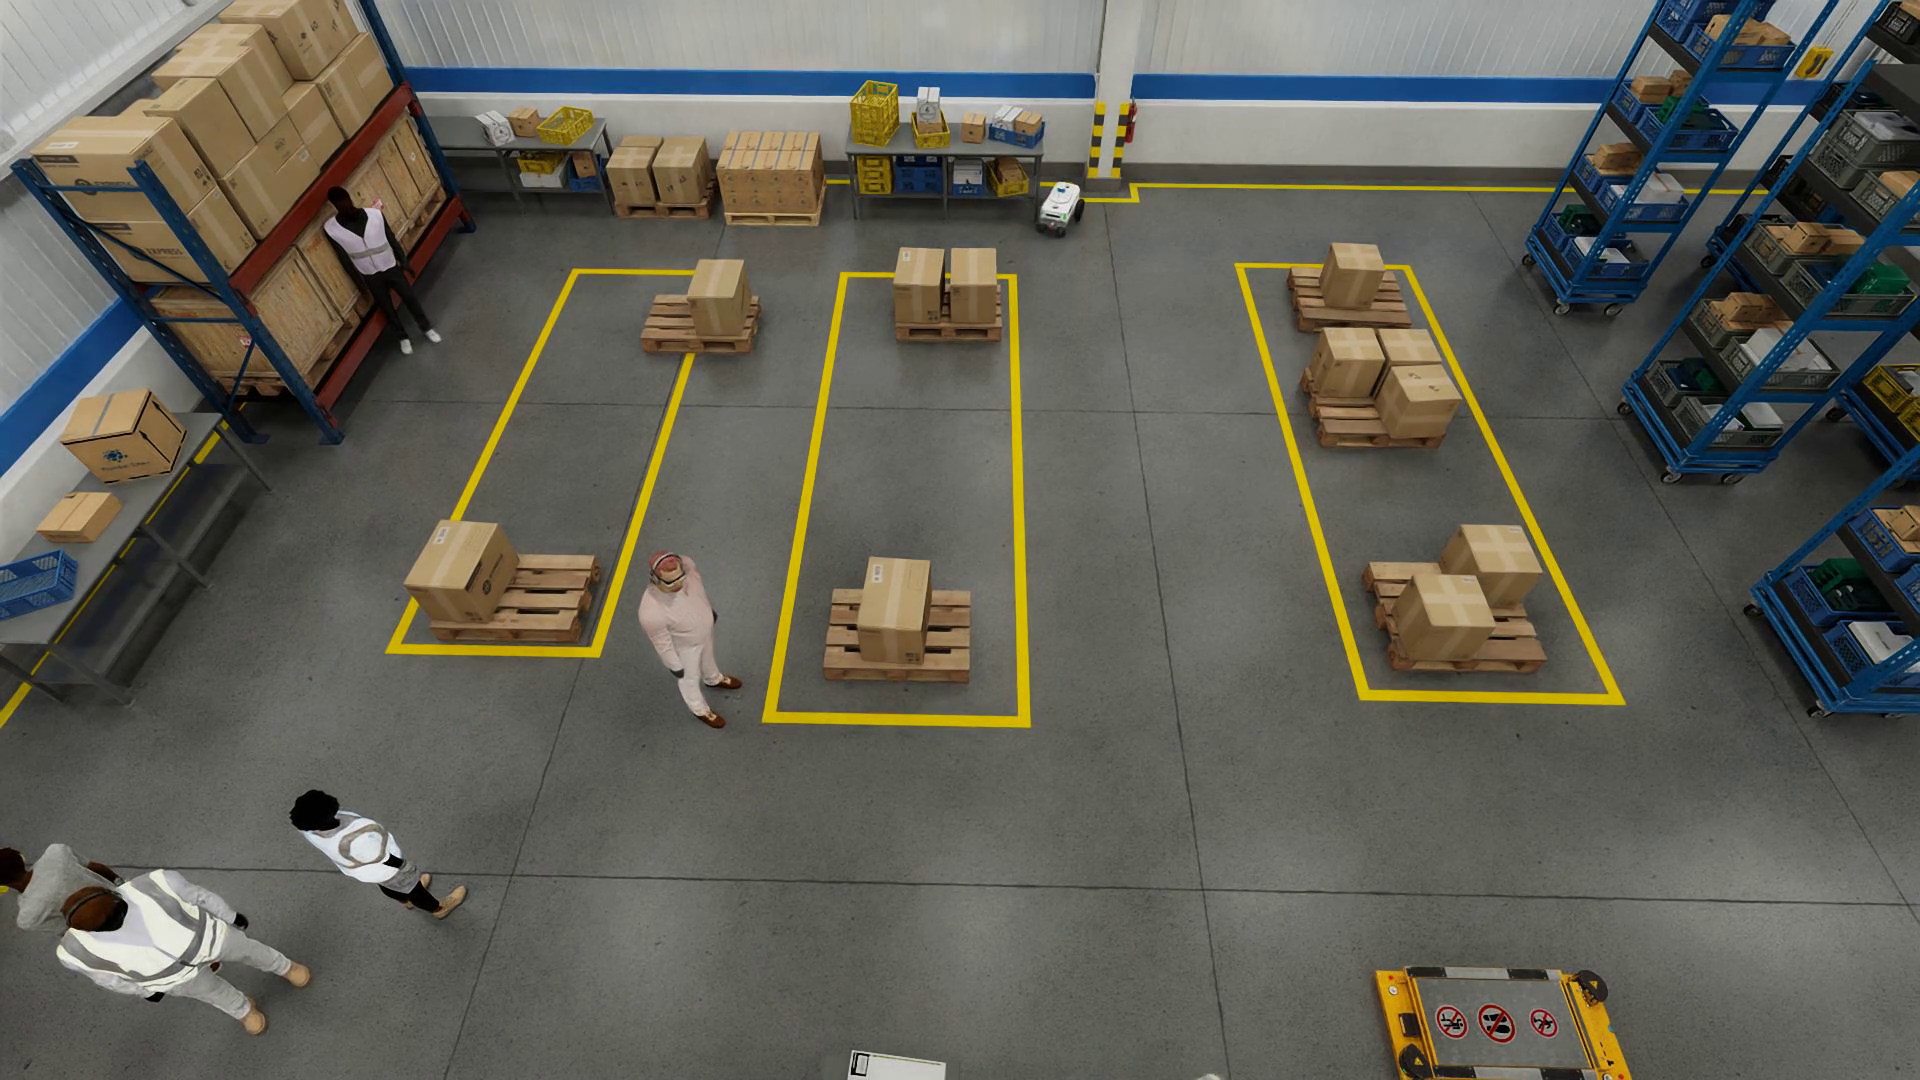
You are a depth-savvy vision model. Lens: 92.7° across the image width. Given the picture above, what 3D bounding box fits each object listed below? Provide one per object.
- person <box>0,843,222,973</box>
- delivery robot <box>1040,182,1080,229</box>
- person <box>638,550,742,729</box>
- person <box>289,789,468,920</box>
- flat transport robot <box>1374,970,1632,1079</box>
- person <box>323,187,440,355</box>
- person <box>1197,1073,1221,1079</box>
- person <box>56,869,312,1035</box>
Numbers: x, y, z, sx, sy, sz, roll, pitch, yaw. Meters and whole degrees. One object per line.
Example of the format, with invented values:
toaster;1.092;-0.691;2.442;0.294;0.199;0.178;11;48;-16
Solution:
person;-5.206;2.289;5.577;0.329;1.872;0.511;-12;52;-10
delivery robot;1.283;-4.302;11.734;0.477;0.478;0.707;16;53;12
person;-1.996;0.713;6.841;0.399;1.905;0.642;11;52;9
person;-3.760;2.039;5.892;0.535;1.697;0.318;15;52;12
flat transport robot;3.501;3.133;5.914;1.431;0.197;0.652;1;51;1
person;-6.187;-2.883;9.765;0.596;1.914;0.373;-31;57;-23
person;1.142;3.238;4.852;0.611;1.798;0.405;-36;59;-26
person;-4.604;2.458;5.461;0.429;1.839;0.623;26;55;19
